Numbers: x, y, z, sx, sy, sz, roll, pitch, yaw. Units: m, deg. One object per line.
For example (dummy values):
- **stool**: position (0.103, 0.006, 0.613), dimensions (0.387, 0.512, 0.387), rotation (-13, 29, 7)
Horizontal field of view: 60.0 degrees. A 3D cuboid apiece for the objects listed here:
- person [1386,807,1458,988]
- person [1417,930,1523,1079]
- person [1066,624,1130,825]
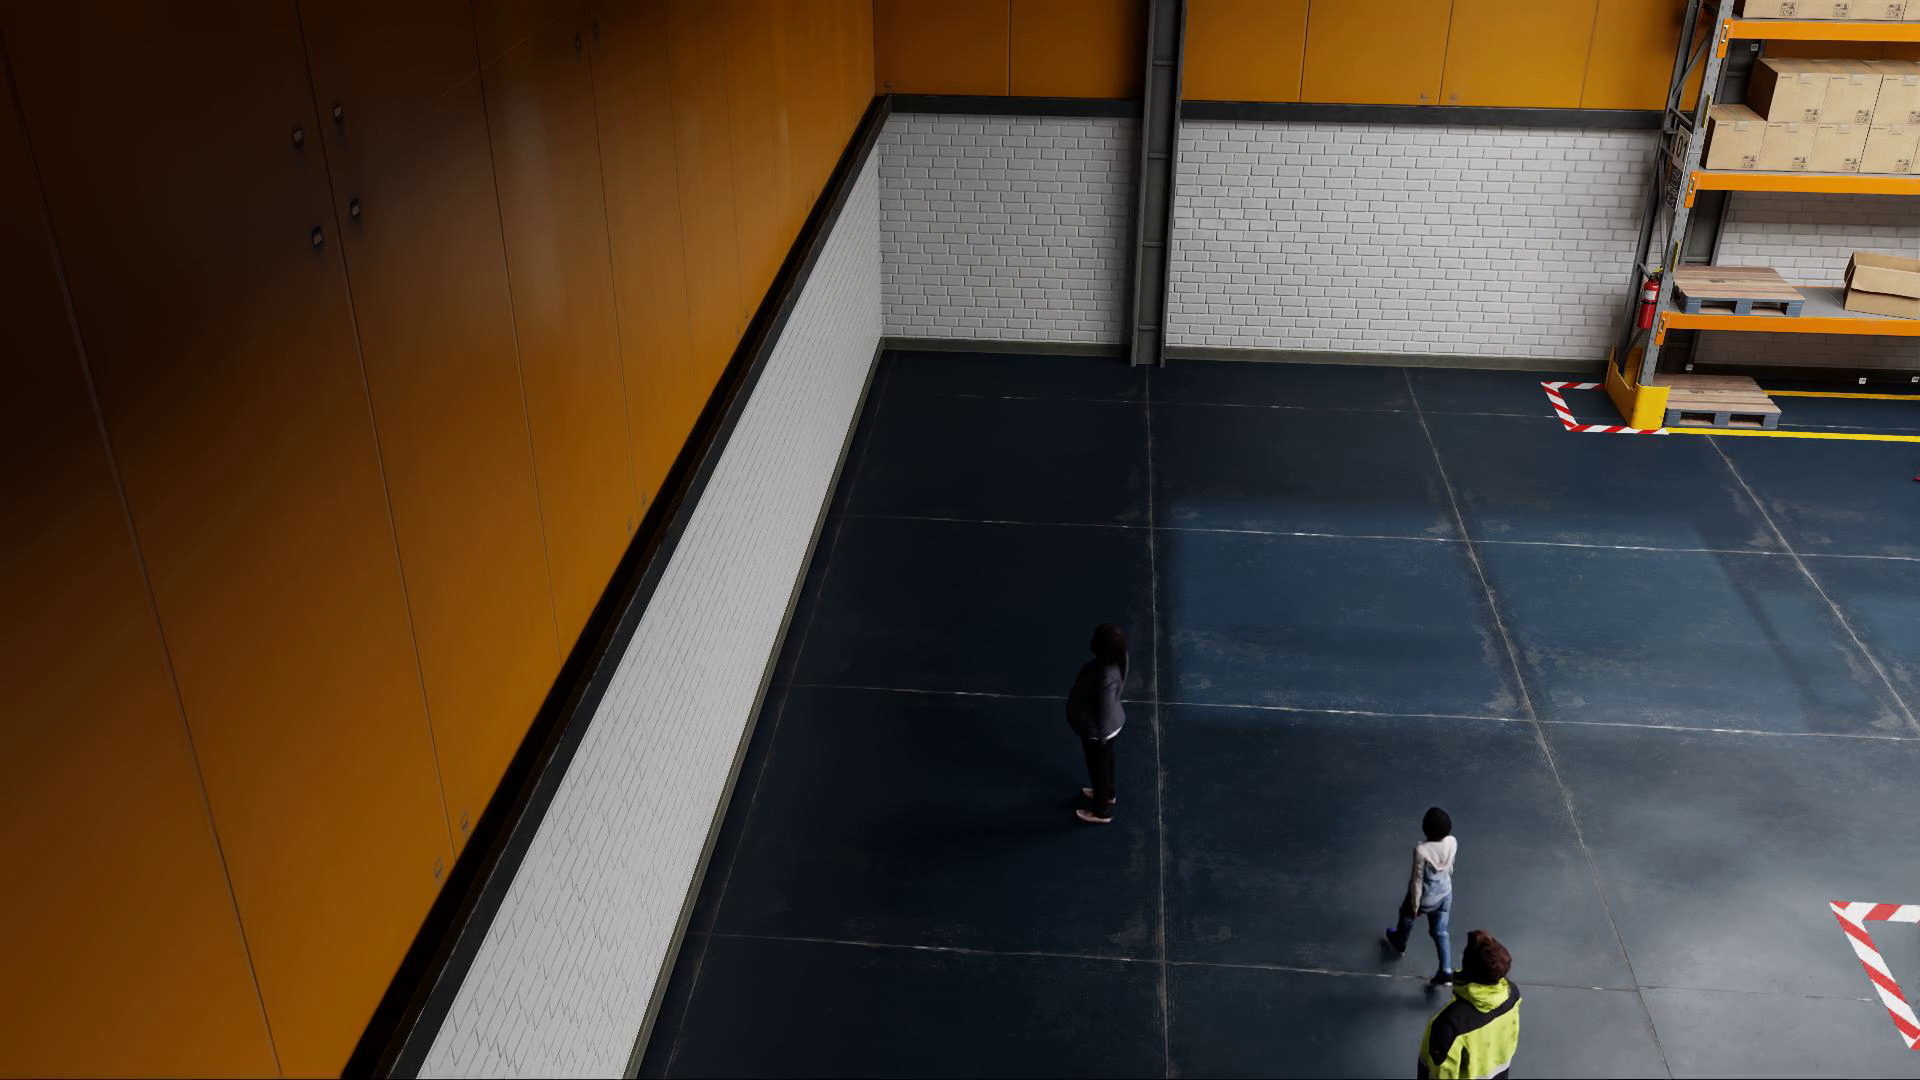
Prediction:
- **person**: position (2.977, 2.240, 10.430), dimensions (0.869, 1.249, 0.726), rotation (-7, 29, -12)
- **person**: position (2.590, 2.823, 8.595), dimensions (0.852, 1.983, 0.919), rotation (-21, 35, -33)
- **person**: position (1.015, 1.289, 11.812), dimensions (0.681, 1.595, 0.682), rotation (6, 29, 11)
